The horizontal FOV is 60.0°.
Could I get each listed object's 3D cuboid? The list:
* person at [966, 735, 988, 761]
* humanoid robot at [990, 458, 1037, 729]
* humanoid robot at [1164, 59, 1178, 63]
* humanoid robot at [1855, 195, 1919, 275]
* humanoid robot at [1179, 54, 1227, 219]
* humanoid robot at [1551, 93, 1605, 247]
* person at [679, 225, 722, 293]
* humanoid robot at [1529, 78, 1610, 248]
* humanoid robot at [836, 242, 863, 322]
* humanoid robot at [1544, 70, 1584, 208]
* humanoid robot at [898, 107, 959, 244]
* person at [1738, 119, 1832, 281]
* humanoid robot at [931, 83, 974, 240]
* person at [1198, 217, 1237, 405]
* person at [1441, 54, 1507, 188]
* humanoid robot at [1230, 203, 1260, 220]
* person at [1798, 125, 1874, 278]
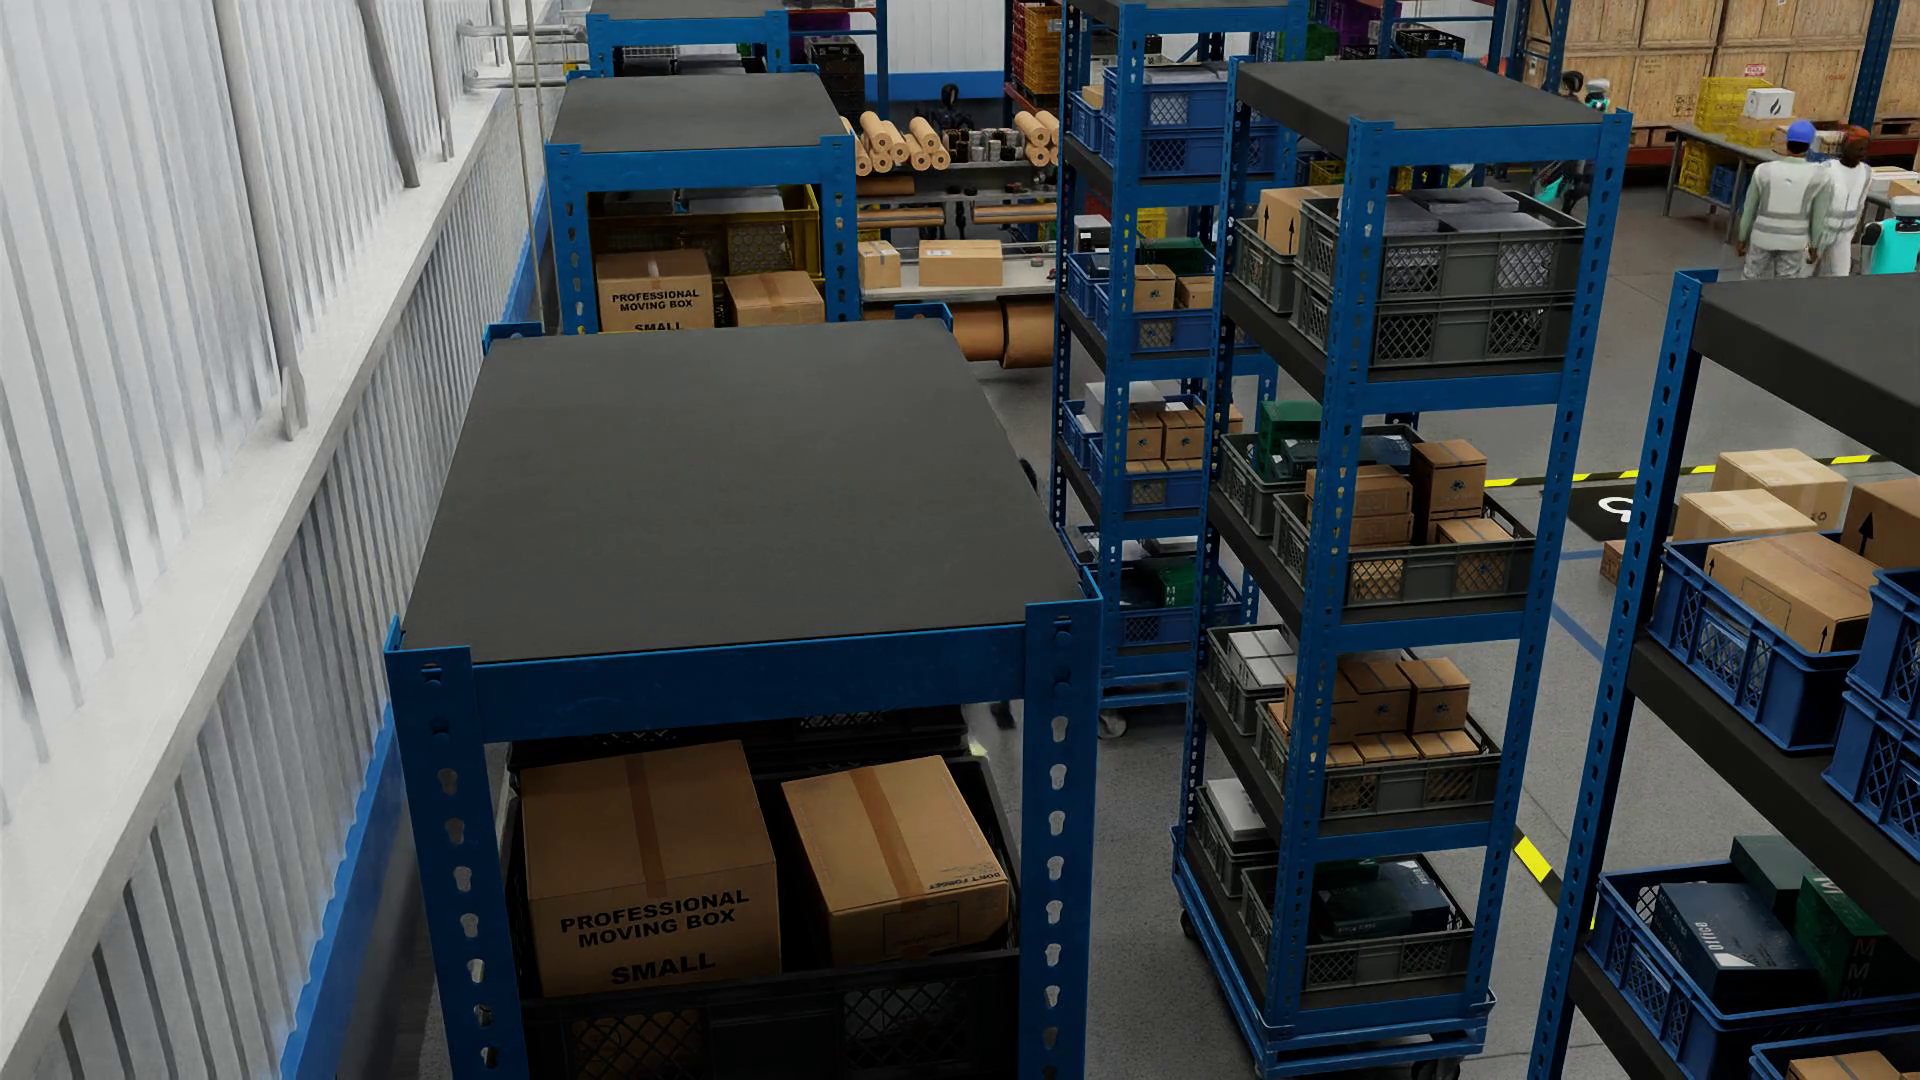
[{"bbox_3d":[-0.102,1.136,5.992,0.633,1.798,0.896,12,27,24],"label":"person"},{"bbox_3d":[0.114,0.099,8.409,0.597,1.638,0.660,-6,25,-13],"label":"humanoid robot"},{"bbox_3d":[1.992,-4.114,17.503,0.835,1.768,0.537,-20,31,-37],"label":"humanoid robot"},{"bbox_3d":[6.624,-1.539,11.727,0.533,1.677,0.735,1,25,2],"label":"humanoid robot"},{"bbox_3d":[2.591,-4.282,17.868,0.551,1.800,0.708,12,27,24],"label":"humanoid robot"},{"bbox_3d":[6.205,-3.640,16.554,0.609,1.627,0.712,-11,27,-22],"label":"humanoid robot"},{"bbox_3d":[-1.872,-1.472,11.471,0.612,1.963,0.361,15,29,30],"label":"person"},{"bbox_3d":[5.943,-3.690,16.580,0.789,1.785,0.531,6,25,14],"label":"humanoid robot"},{"bbox_3d":[-0.832,-1.185,11.196,0.393,1.647,0.617,8,26,17],"label":"humanoid robot"},{"bbox_3d":[6.394,-4.172,17.755,0.763,1.651,0.599,14,28,27],"label":"humanoid robot"},{"bbox_3d":[-0.301,-3.346,15.941,0.611,1.615,0.792,-9,26,-19],"label":"humanoid robot"},{"bbox_3d":[6.741,-2.470,13.673,0.625,1.938,0.414,15,29,30],"label":"person"},{"bbox_3d":[-0.098,-3.758,16.775,0.589,1.654,0.326,10,26,20],"label":"humanoid robot"},{"bbox_3d":[1.698,-1.246,11.112,0.369,1.852,0.595,-4,25,-10],"label":"person"},{"bbox_3d":[5.037,-3.841,16.604,0.700,1.977,0.461,-7,26,-15],"label":"person"},{"bbox_3d":[2.847,-3.877,16.914,0.530,1.728,0.749,-9,26,-18],"label":"humanoid robot"},{"bbox_3d":[7.302,-2.579,14.015,0.556,1.844,0.910,-2,25,-4],"label":"person"}]
